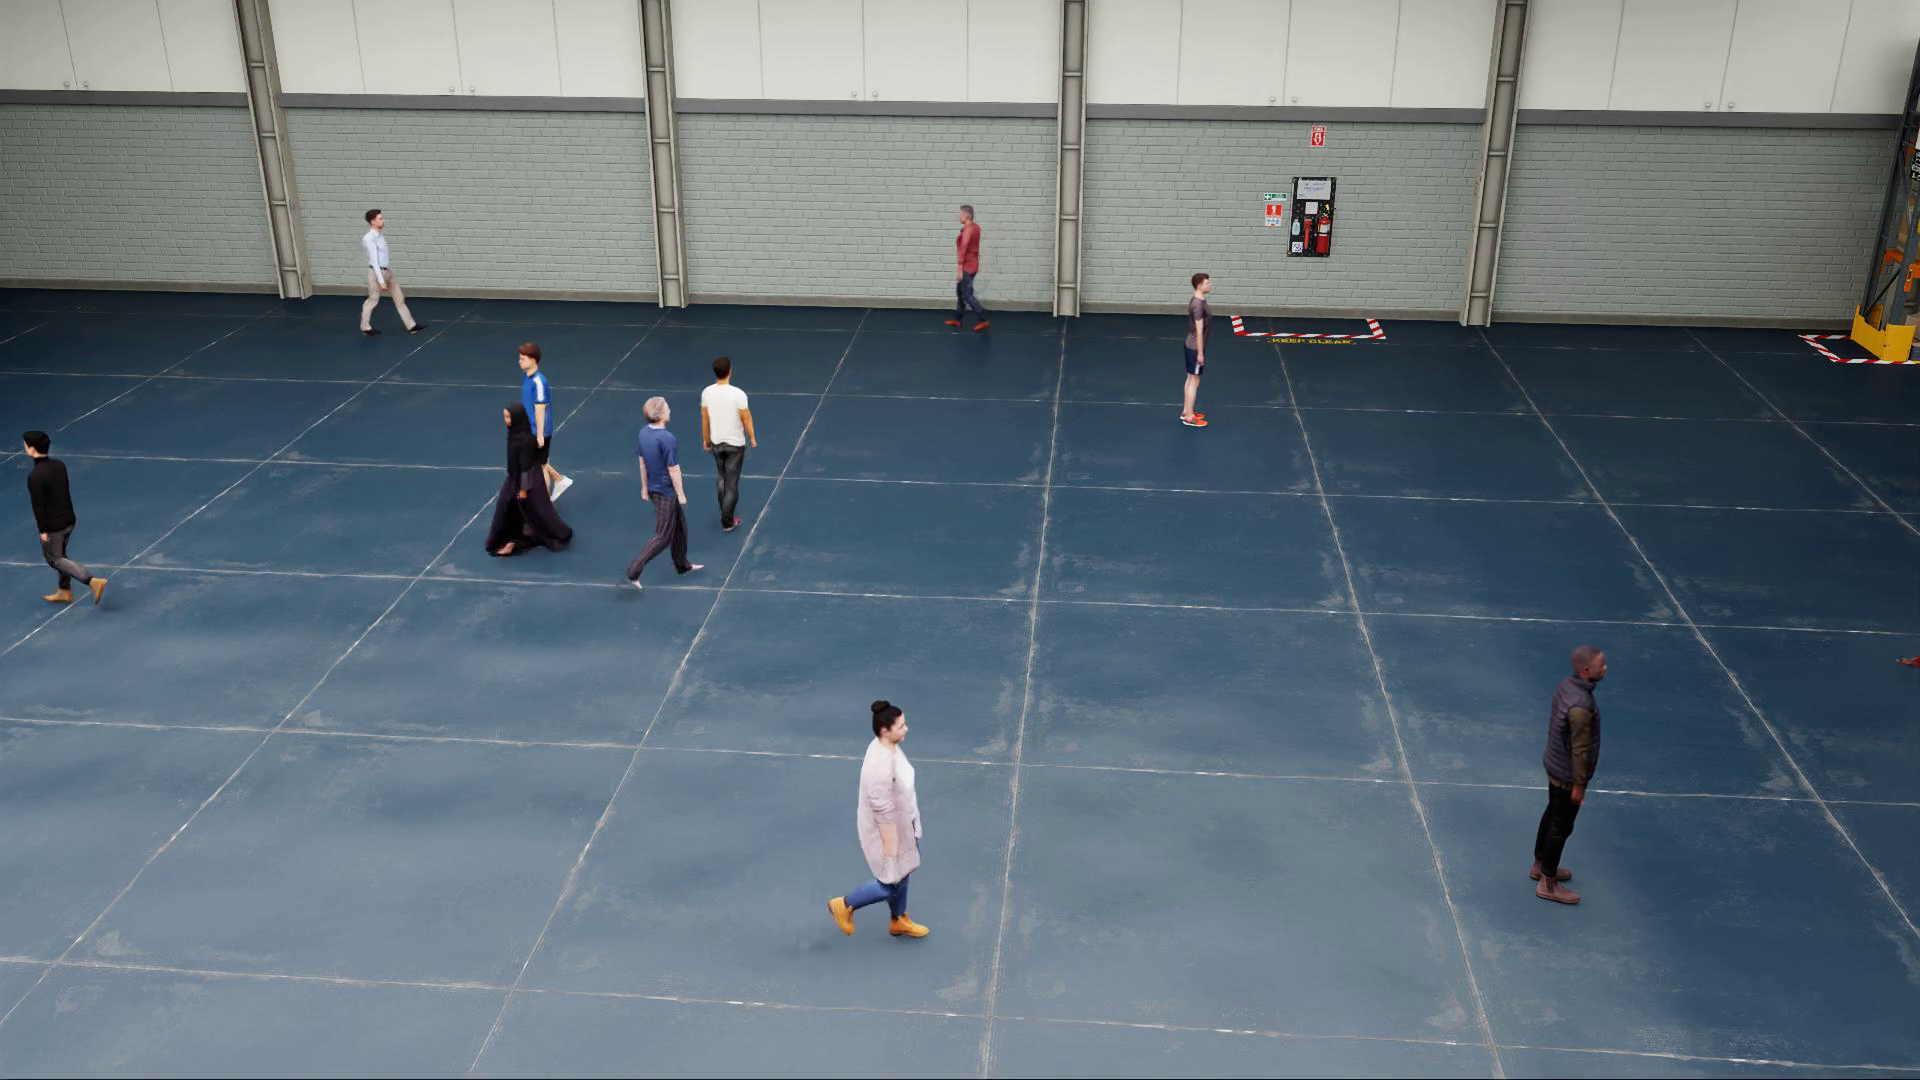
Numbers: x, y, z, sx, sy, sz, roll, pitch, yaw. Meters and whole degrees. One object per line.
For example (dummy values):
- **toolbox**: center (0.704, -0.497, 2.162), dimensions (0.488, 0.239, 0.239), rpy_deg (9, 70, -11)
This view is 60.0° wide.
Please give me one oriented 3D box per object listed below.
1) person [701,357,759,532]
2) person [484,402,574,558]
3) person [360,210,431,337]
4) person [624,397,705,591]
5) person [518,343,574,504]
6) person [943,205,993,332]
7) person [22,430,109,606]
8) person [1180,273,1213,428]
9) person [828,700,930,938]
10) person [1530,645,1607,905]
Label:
- **person**: center (-2.412, -0.951, 16.950), dimensions (0.827, 1.784, 0.839), rpy_deg (8, 24, 19)
- **person**: center (-4.190, -0.606, 16.371), dimensions (1.172, 1.602, 1.078), rpy_deg (-15, 28, -32)
- **person**: center (-8.234, -3.707, 23.411), dimensions (1.216, 1.798, 0.694), rpy_deg (1, 23, 2)
- **person**: center (-2.853, -0.405, 15.594), dimensions (1.195, 1.839, 1.121), rpy_deg (-17, 28, -35)
- **person**: center (-4.333, -1.164, 17.364), dimensions (0.992, 1.851, 0.918), rpy_deg (-15, 27, -32)
- **person**: center (0.178, -3.864, 23.769), dimensions (1.116, 1.808, 0.881), rpy_deg (8, 24, 18)
- **person**: center (-8.231, -0.178, 15.233), dimensions (0.922, 1.705, 0.642), rpy_deg (2, 23, 4)
- **person**: center (2.842, -2.312, 20.060), dimensions (0.534, 1.853, 0.645), rpy_deg (2, 23, 4)
- **person**: center (-0.529, 1.806, 10.531), dimensions (0.855, 1.732, 0.704), rpy_deg (3, 23, 6)
- **person**: center (4.042, 1.528, 11.052), dimensions (0.592, 1.838, 0.708), rpy_deg (4, 23, 10)
